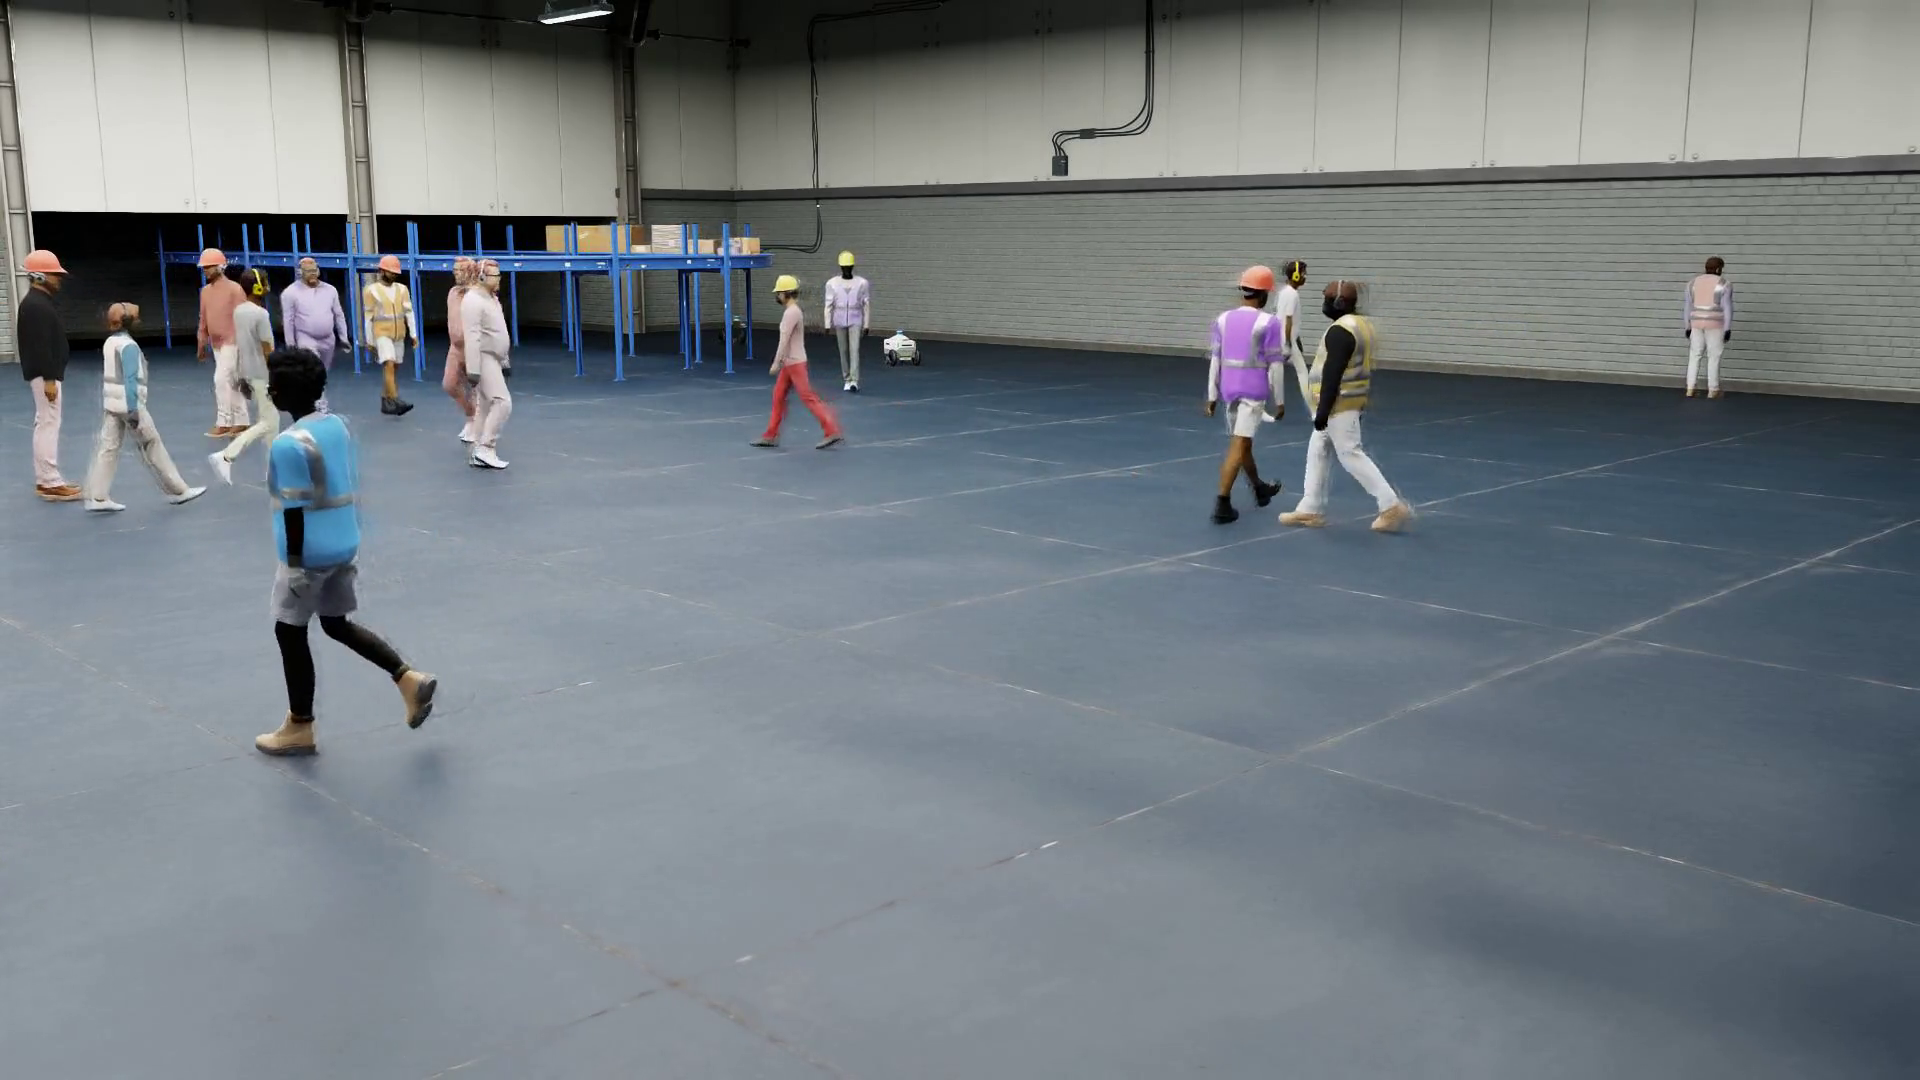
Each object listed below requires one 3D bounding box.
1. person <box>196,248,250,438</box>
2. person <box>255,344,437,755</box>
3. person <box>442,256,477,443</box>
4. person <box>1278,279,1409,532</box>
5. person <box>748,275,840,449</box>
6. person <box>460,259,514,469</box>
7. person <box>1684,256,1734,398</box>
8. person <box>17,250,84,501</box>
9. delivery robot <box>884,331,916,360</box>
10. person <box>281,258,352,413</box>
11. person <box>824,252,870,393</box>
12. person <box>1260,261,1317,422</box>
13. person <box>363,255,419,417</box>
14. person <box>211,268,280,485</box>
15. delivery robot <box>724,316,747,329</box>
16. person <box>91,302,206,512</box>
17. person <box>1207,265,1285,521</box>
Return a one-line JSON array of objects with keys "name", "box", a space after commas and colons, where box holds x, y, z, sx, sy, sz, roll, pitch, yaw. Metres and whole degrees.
[{"name": "person", "box": [-7.753, -2.035, 17.317, 0.665, 1.962, 0.793, 6, 12, 31]}, {"name": "person", "box": [-2.558, 0.041, 6.784, 0.649, 1.677, 0.538, 1, 10, 6]}, {"name": "person", "box": [-5.041, -1.949, 17.037, 0.670, 1.894, 0.432, 7, 13, 34]}, {"name": "person", "box": [2.804, -0.965, 11.963, 0.909, 1.812, 0.625, 4, 11, 19]}, {"name": "person", "box": [-1.628, -1.766, 16.527, 0.910, 1.721, 0.526, -1, 10, -4]}, {"name": "person", "box": [-4.242, -1.582, 15.056, 0.494, 1.888, 0.660, -1, 10, -4]}, {"name": "person", "box": [9.832, -2.796, 21.826, 0.429, 1.840, 0.633, -9, 13, -39]}, {"name": "person", "box": [-7.345, -1.331, 13.412, 0.396, 1.992, 0.622, -6, 12, -30]}, {"name": "delivery robot", "box": [-0.994, -3.197, 27.375, 0.477, 0.478, 0.707, -4, 11, -21]}, {"name": "person", "box": [-7.336, -2.272, 18.930, 0.983, 1.866, 0.651, 9, 14, 42]}, {"name": "person", "box": [-1.519, -2.923, 22.408, 0.606, 1.868, 1.004, 0, 10, -1]}, {"name": "person", "box": [3.780, -2.241, 18.853, 0.977, 1.816, 0.541, 0, 10, -3]}, {"name": "person", "box": [-6.679, -2.398, 19.583, 0.990, 1.866, 0.535, 9, 14, 42]}, {"name": "person", "box": [-5.966, -1.369, 14.038, 0.524, 1.846, 0.790, 9, 14, 41]}, {"name": "delivery robot", "box": [-4.328, -4.235, 32.327, 0.335, 0.223, 0.698, -8, 13, -37]}, {"name": "person", "box": [-6.353, -1.027, 12.822, 0.538, 1.586, 0.848, 10, 14, 42]}, {"name": "person", "box": [2.203, -1.114, 12.543, 0.563, 1.873, 1.023, 10, 15, 44]}]
